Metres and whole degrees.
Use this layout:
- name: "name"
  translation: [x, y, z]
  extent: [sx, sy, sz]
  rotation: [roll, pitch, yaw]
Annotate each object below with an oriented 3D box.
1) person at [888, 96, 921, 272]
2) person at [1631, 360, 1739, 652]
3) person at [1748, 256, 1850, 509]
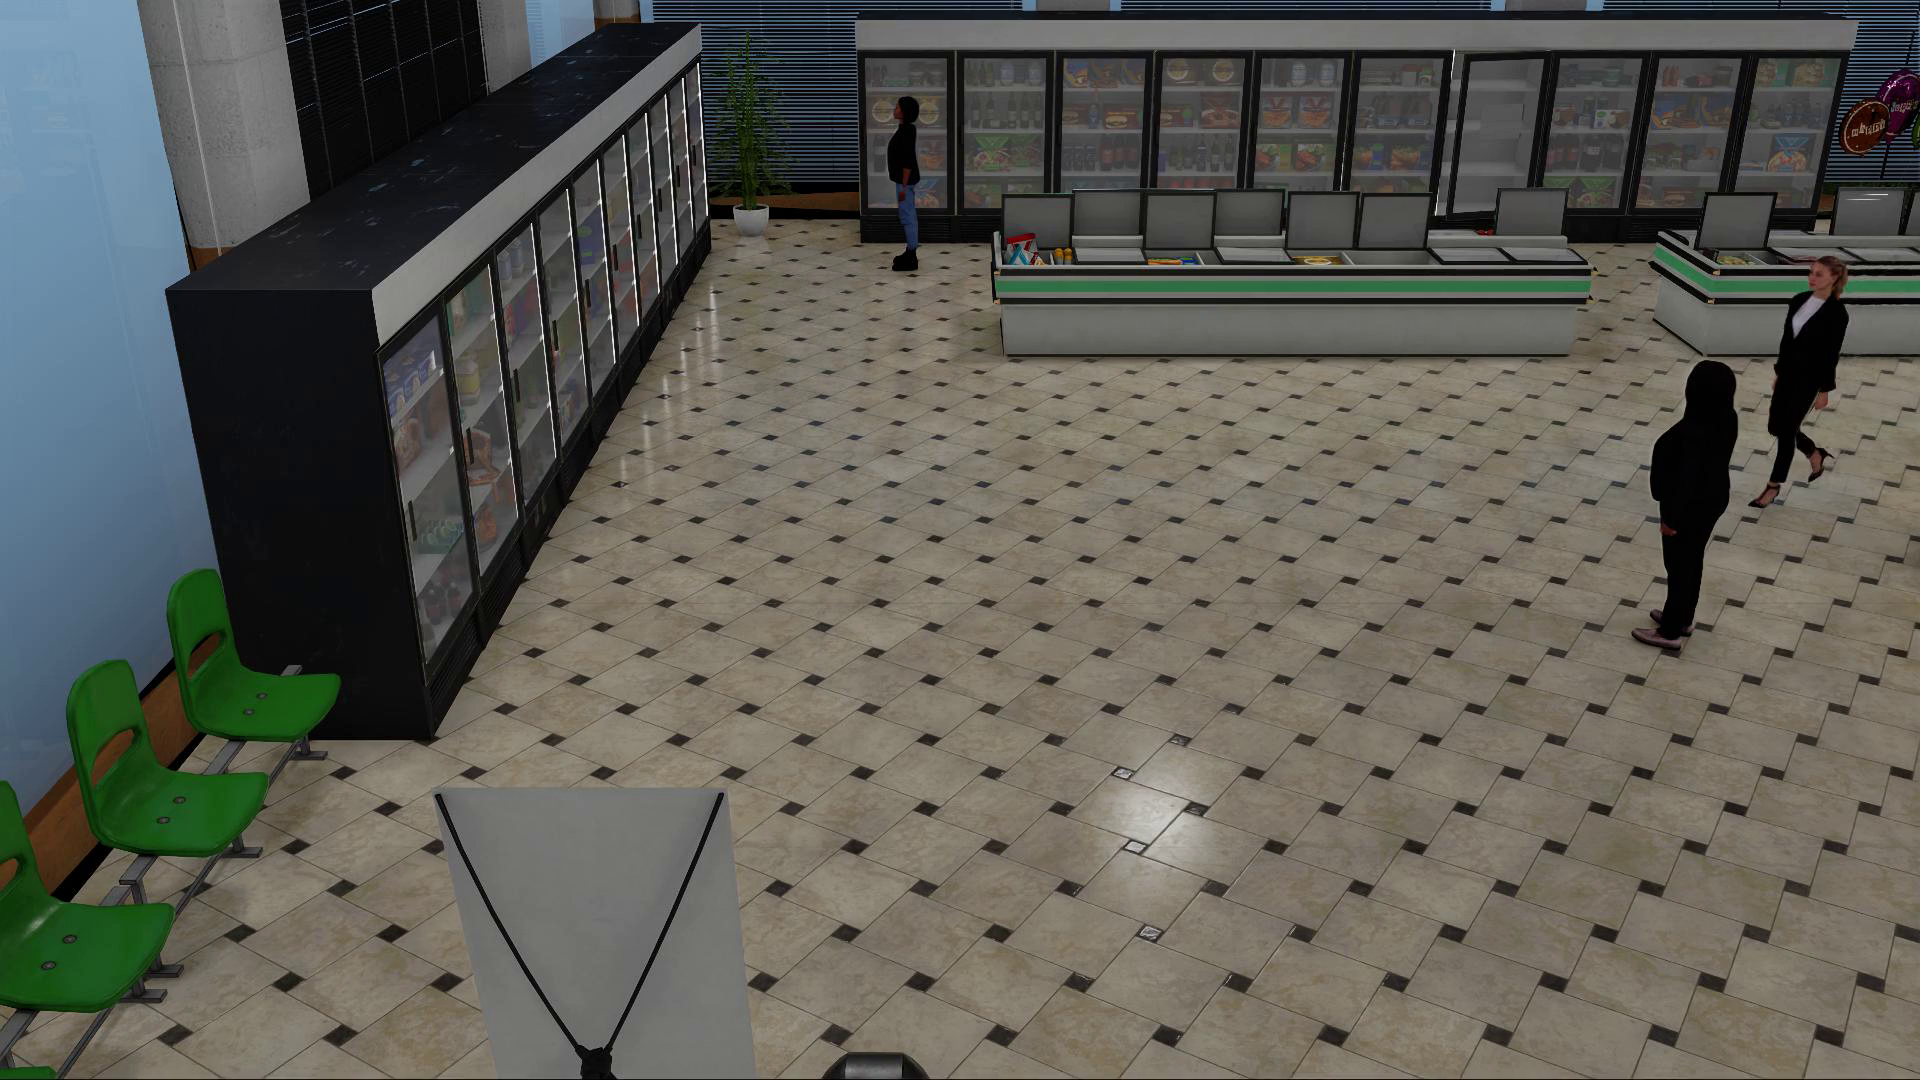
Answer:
- name: "person"
  translation: [-0.528, -3.550, 16.555]
  extent: [0.532, 1.702, 0.561]
  rotation: [1, 24, 2]
- name: "person"
  translation: [3.960, -0.191, 8.985]
  extent: [0.811, 1.617, 0.759]
  rotation: [19, 30, 37]
- name: "person"
  translation: [5.502, -1.008, 10.763]
  extent: [0.951, 1.687, 0.789]
  rotation: [-8, 25, -18]
